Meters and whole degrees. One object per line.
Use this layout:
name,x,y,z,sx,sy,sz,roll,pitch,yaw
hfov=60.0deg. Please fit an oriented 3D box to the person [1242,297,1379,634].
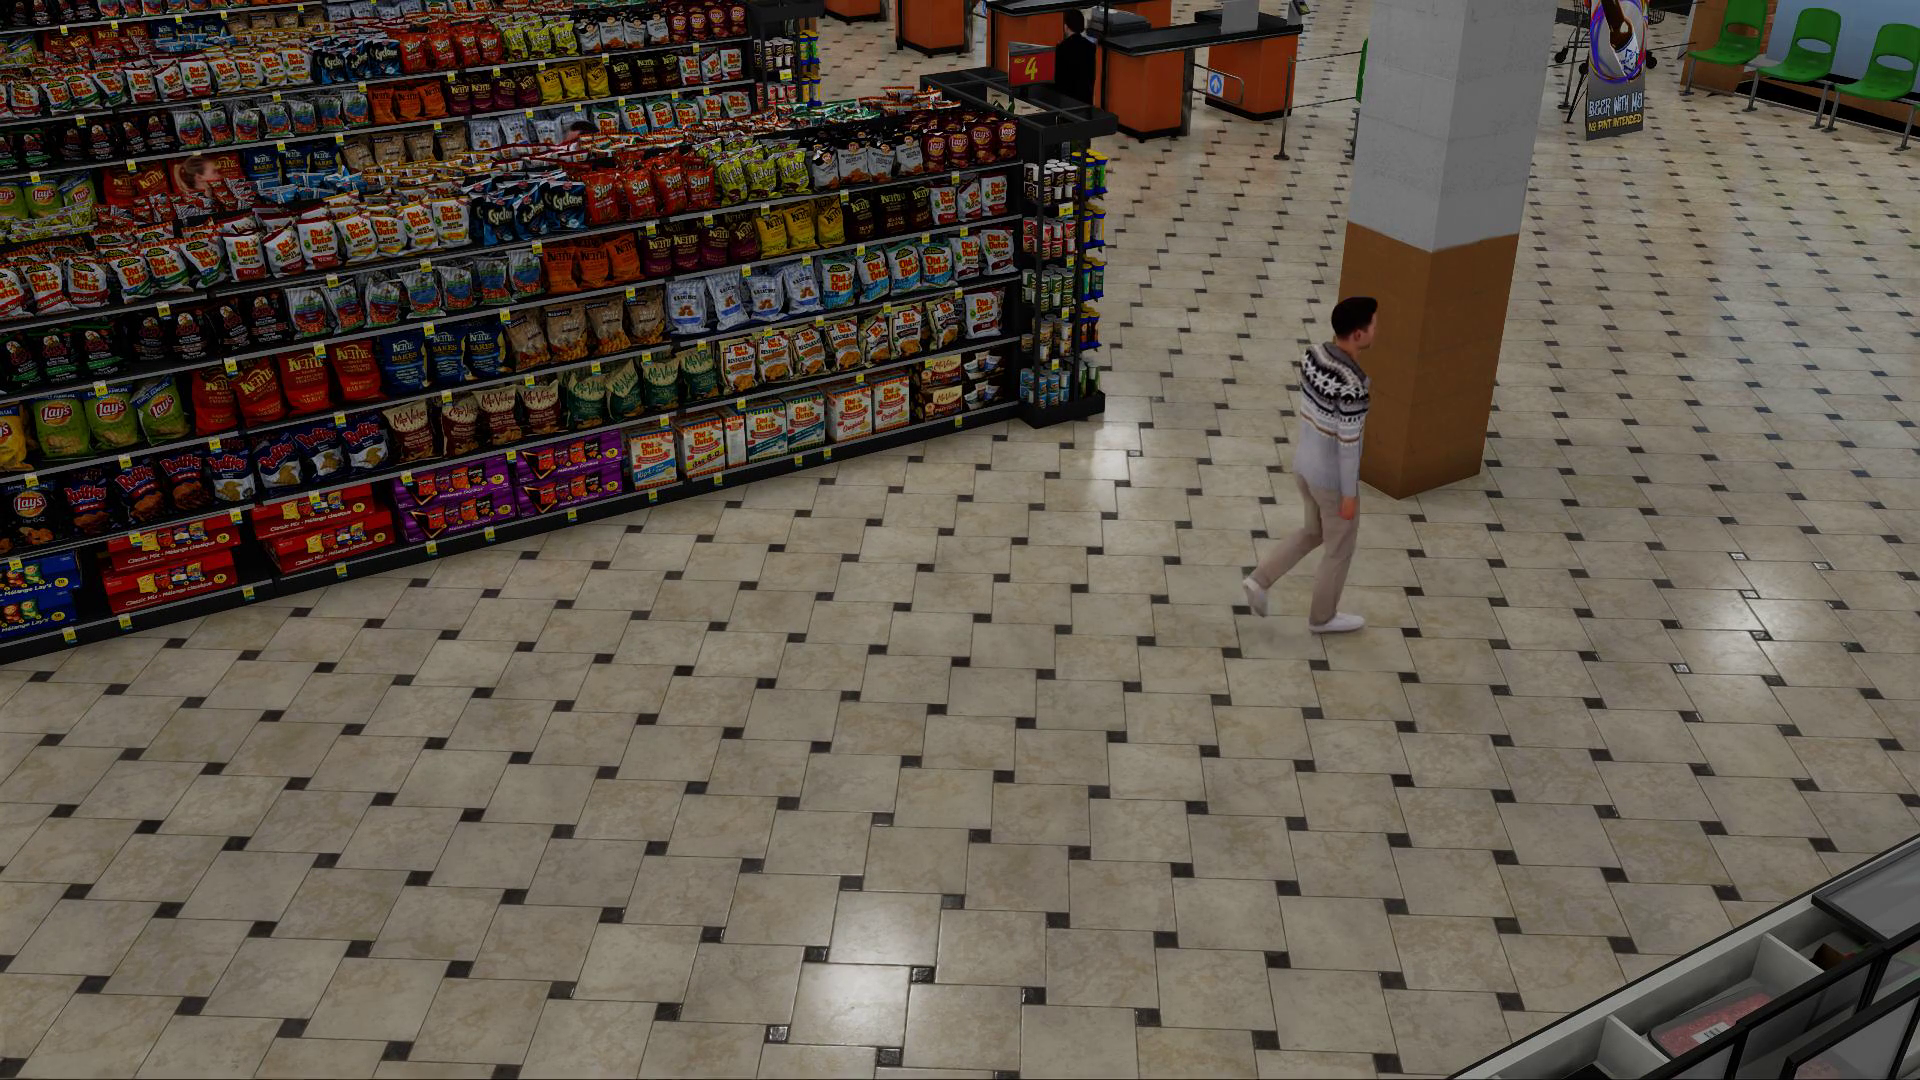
person,1.763,-0.330,8.298,0.961,1.830,0.824,-7,29,-13

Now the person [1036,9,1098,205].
person,1.067,-3.821,14.836,0.894,1.691,0.765,-20,34,-32
